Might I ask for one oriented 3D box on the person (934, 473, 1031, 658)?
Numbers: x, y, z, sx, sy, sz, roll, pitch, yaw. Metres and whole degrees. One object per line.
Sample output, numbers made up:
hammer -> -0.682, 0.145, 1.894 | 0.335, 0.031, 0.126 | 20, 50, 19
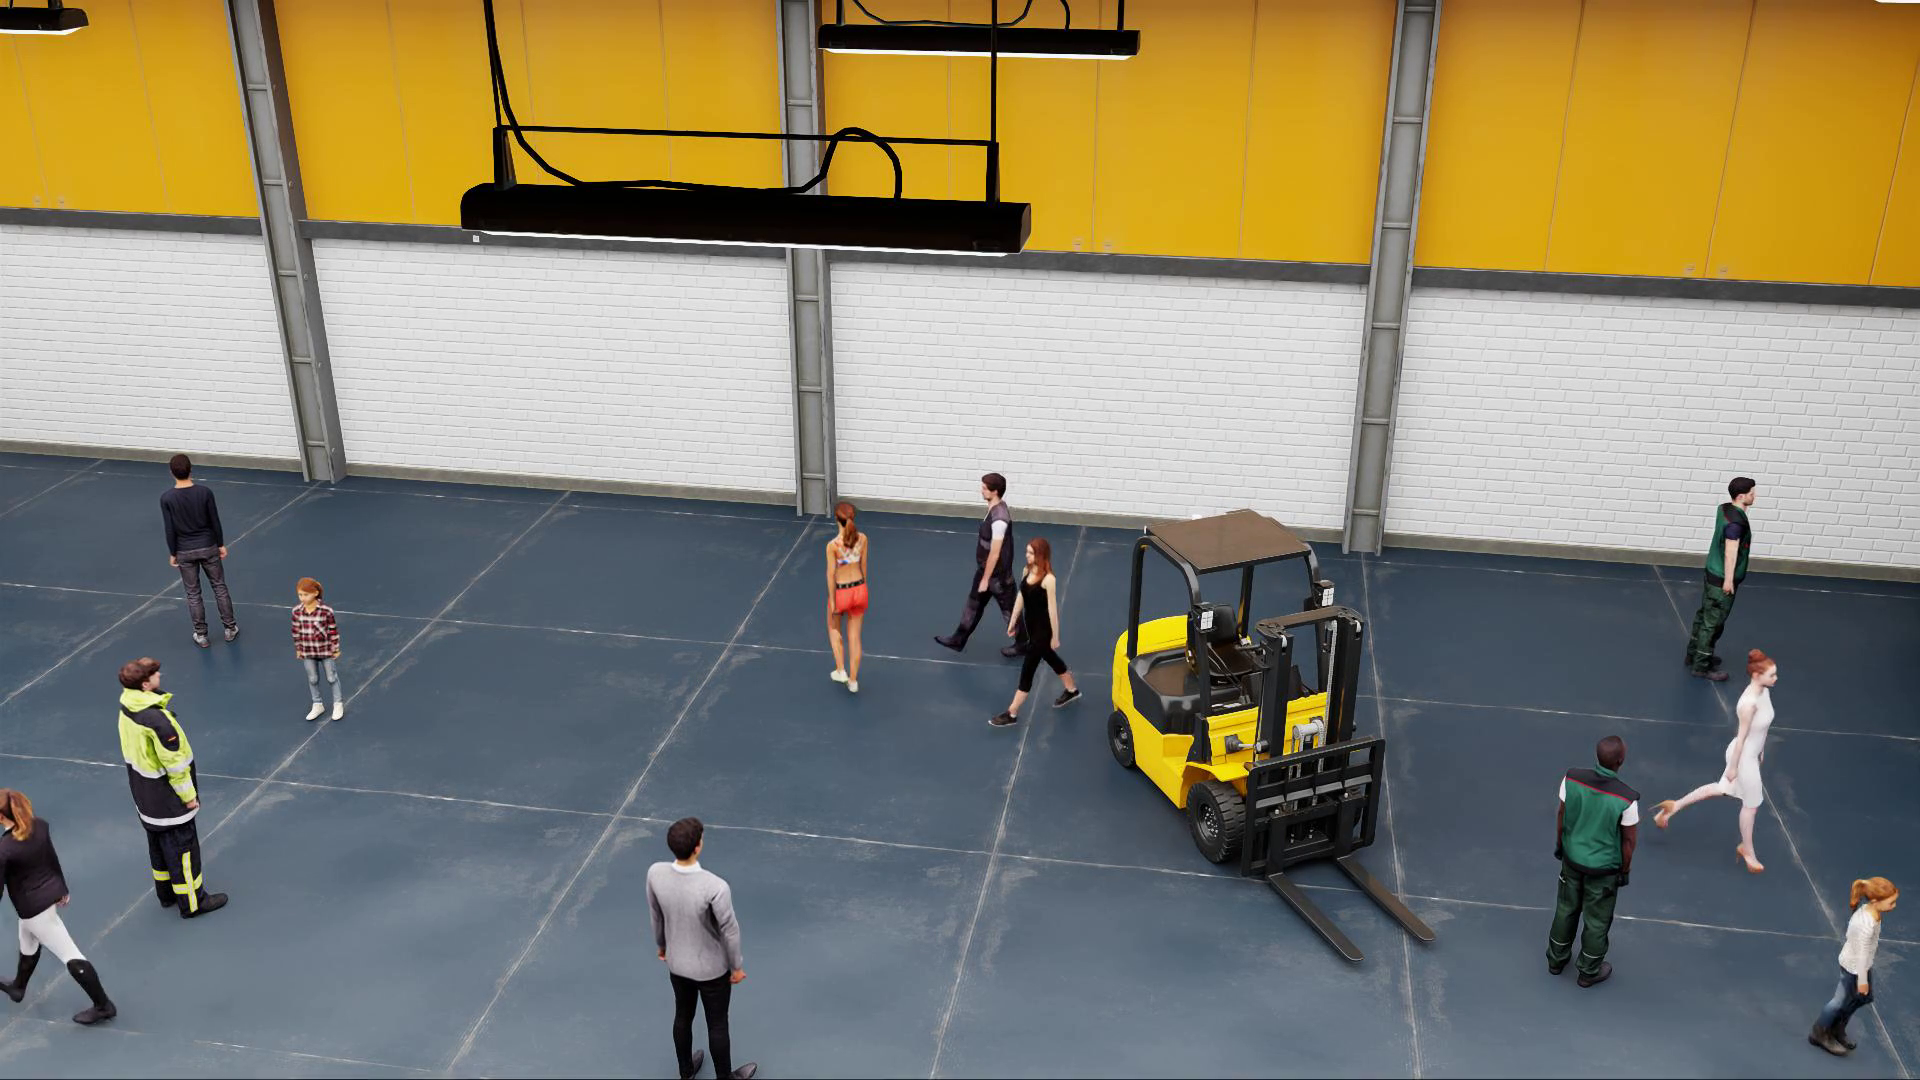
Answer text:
person -> 0.426, 0.270, 15.154 | 1.232, 1.809, 0.928 | -3, 24, -8

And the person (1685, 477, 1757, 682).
person -> 6.852, 0.313, 14.942 | 0.574, 1.899, 0.687 | 5, 24, 12

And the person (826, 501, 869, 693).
person -> -0.946, 0.532, 14.593 | 0.711, 1.778, 0.778 | -10, 26, -22

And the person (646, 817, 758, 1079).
person -> -1.573, 2.492, 9.929 | 0.647, 1.923, 0.850 | 9, 25, 20

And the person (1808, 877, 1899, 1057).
person -> 5.511, 2.634, 10.376 | 0.618, 1.305, 0.577 | 18, 29, 35

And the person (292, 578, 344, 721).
person -> -5.516, 0.922, 14.292 | 0.506, 1.305, 0.635 | -1, 24, -2

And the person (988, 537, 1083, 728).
person -> 0.760, 0.765, 14.185 | 1.226, 1.678, 1.055 | -11, 26, -24

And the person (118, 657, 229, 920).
person -> -5.577, 1.714, 11.633 | 0.787, 1.983, 0.929 | 18, 29, 35

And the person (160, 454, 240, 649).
person -> -7.100, 0.095, 15.480 | 0.700, 1.869, 0.777 | -14, 27, -28

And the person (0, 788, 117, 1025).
person -> -5.737, 2.358, 10.532 | 1.122, 1.686, 0.615 | 1, 24, 3

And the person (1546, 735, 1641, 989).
person -> 4.157, 2.097, 10.935 | 0.748, 1.840, 0.846 | 22, 32, 40

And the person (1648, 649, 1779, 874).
person -> 5.632, 1.595, 12.181 | 1.151, 1.762, 0.901 | 16, 29, 33
